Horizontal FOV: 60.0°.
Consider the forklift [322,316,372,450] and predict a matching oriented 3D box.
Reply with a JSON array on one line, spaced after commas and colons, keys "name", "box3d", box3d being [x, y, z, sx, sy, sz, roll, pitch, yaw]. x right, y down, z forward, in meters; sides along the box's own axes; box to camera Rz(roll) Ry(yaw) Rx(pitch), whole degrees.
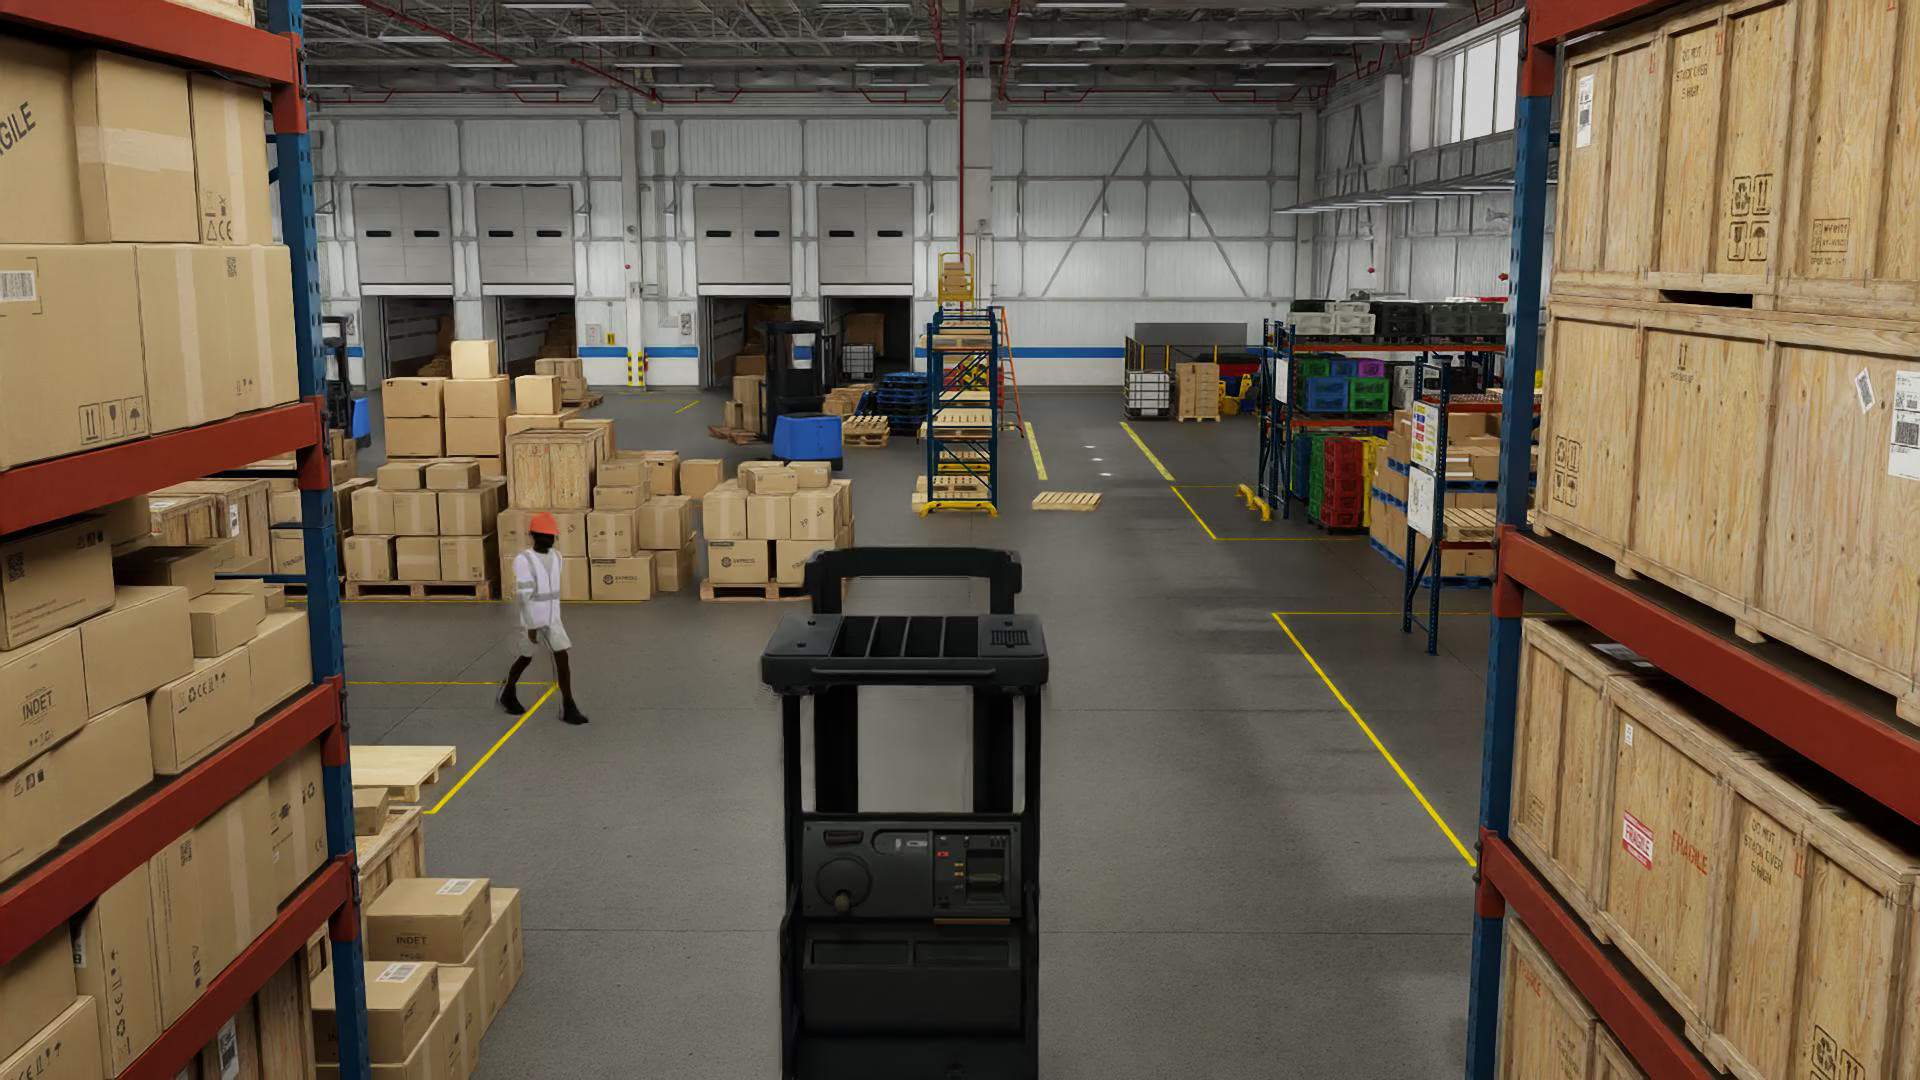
[{"name": "forklift", "box3d": [-12.990, -3.195, 34.137, 1.129, 2.768, 1.873, 0, 10, 1]}]

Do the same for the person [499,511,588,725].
[{"name": "person", "box3d": [-3.745, 0.668, 14.712, 0.979, 1.896, 0.547, 7, 12, 36]}]

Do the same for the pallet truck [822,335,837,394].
[{"name": "pallet truck", "box3d": [-3.021, -4.312, 43.126, 1.885, 1.965, 0.823, 3, 10, 17]}]

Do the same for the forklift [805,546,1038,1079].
[{"name": "forklift", "box3d": [-0.198, 1.426, 7.475, 1.129, 2.768, 1.873, 0, 10, 1]}]

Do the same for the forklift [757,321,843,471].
[{"name": "forklift", "box3d": [-3.030, -2.731, 31.456, 1.129, 2.768, 1.873, -5, 11, -25]}]
